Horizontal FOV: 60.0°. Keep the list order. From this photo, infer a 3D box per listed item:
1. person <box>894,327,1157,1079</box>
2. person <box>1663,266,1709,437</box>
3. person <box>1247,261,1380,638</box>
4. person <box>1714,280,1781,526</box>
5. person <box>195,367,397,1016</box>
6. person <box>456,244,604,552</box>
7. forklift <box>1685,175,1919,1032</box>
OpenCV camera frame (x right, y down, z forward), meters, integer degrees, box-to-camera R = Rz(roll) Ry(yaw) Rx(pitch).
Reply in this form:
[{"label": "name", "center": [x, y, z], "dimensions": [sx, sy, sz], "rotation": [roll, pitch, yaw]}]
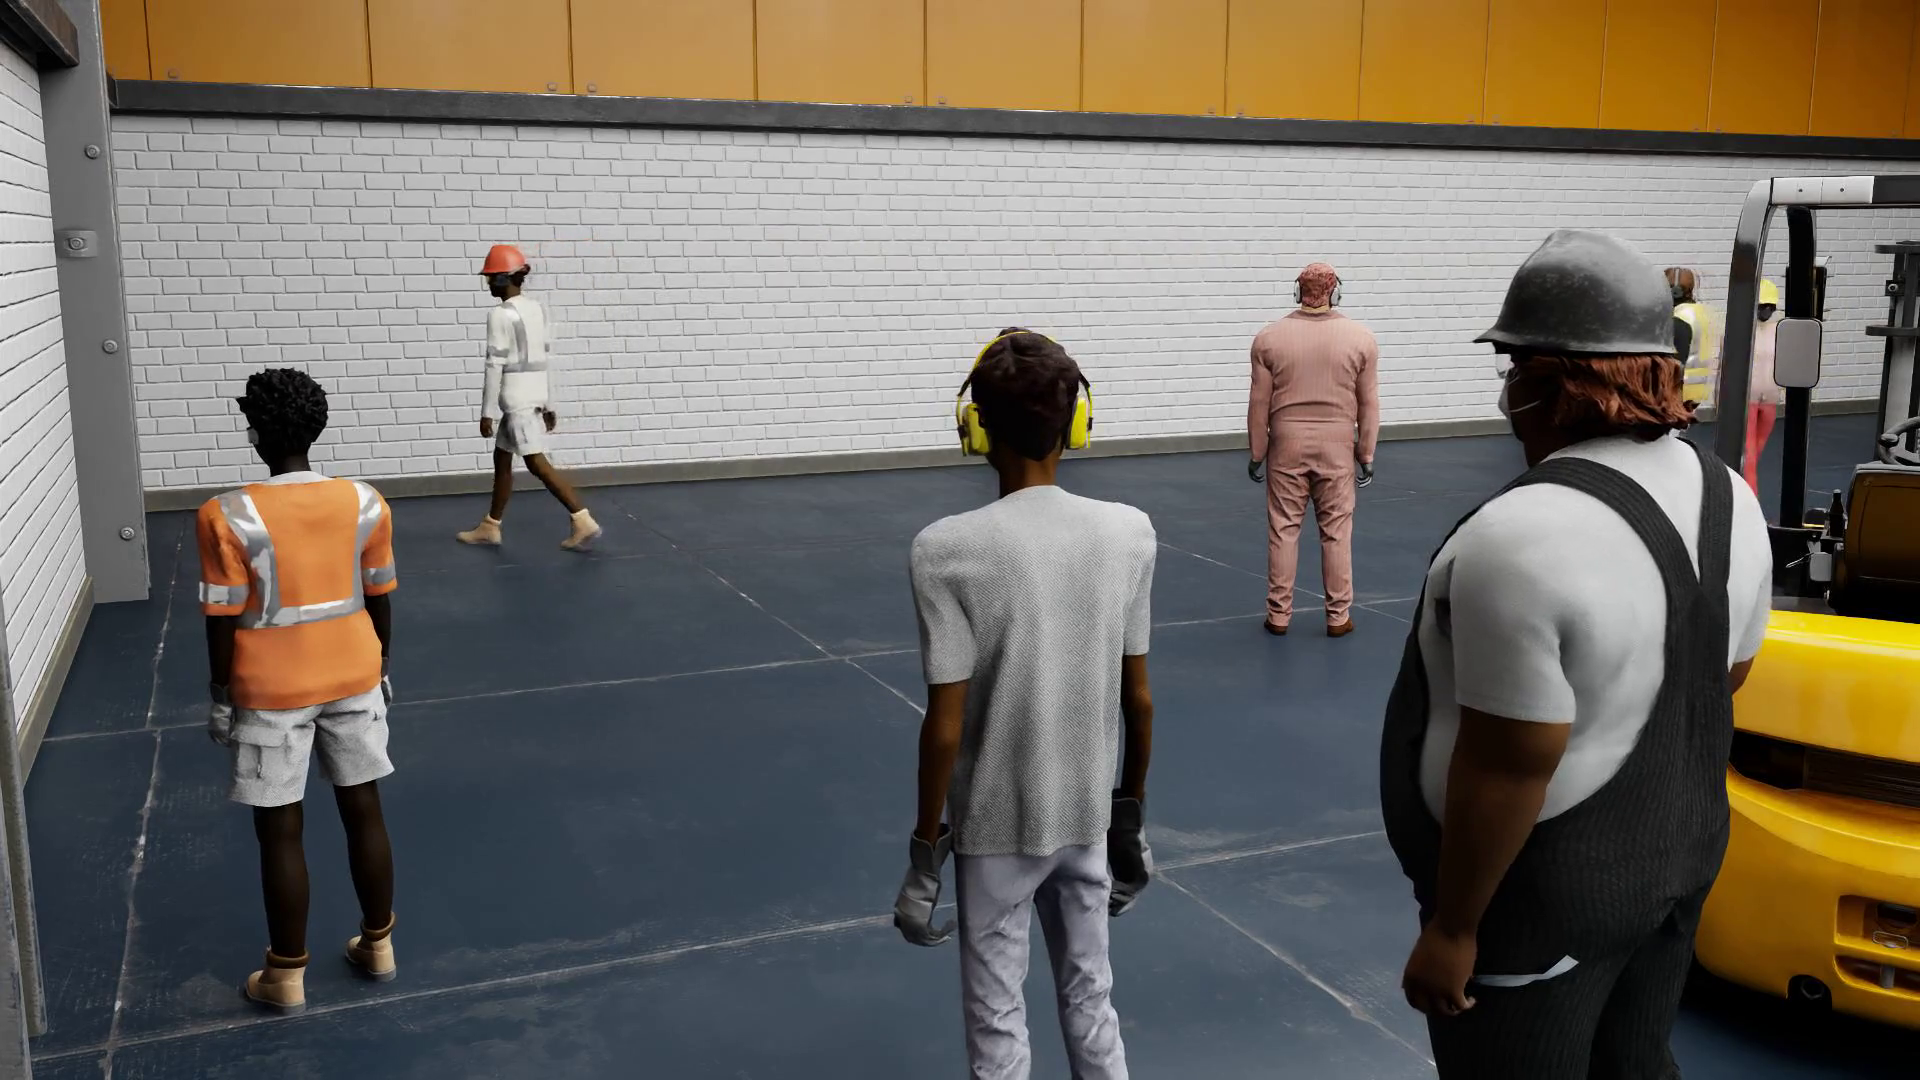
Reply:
[{"label": "person", "center": [0.124, 0.550, 3.055], "dimensions": [0.528, 1.865, 0.313], "rotation": [-5, 12, -27]}, {"label": "person", "center": [5.114, -1.019, 11.802], "dimensions": [0.536, 1.828, 0.638], "rotation": [7, 12, 33]}, {"label": "person", "center": [1.792, -0.453, 8.470], "dimensions": [0.652, 1.906, 0.404], "rotation": [2, 10, 11]}, {"label": "person", "center": [5.660, -0.970, 11.796], "dimensions": [0.528, 1.733, 0.789], "rotation": [-1, 10, -5]}, {"label": "person", "center": [-1.731, 0.393, 4.402], "dimensions": [0.318, 1.691, 0.532], "rotation": [9, 13, 39]}, {"label": "person", "center": [-2.803, -0.909, 10.774], "dimensions": [1.071, 1.995, 0.624], "rotation": [2, 10, 11]}, {"label": "forklift", "center": [2.810, 0.094, 4.662], "dimensions": [1.214, 2.155, 2.313], "rotation": [7, 12, 34]}]
